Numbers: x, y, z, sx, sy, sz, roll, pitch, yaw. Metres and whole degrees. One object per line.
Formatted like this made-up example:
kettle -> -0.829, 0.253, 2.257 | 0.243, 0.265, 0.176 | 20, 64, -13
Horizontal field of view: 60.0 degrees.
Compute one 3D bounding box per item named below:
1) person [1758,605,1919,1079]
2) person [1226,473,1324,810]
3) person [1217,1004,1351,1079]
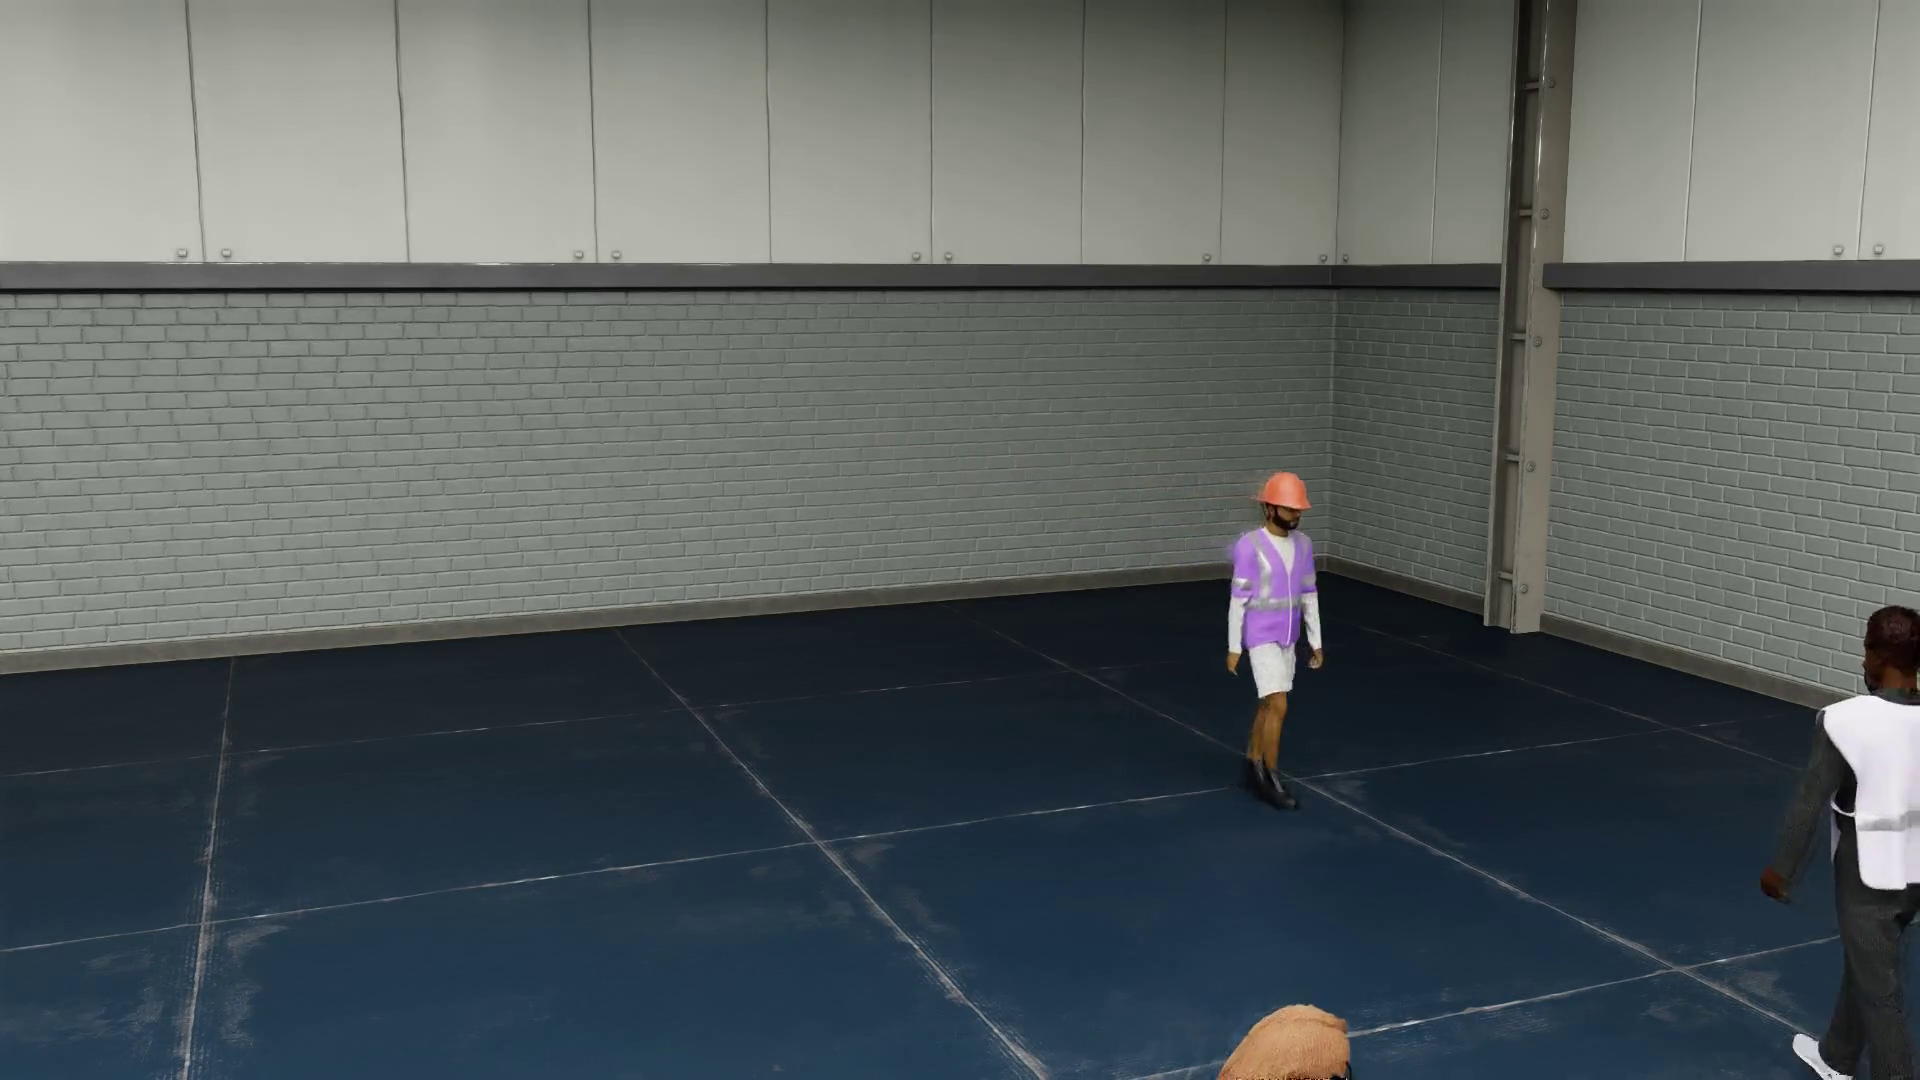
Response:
person -> 3.202, 1.157, 5.948 | 0.598, 1.883, 0.879 | -2, 9, -13
person -> 1.859, 0.577, 9.471 | 0.580, 1.914, 0.682 | -6, 11, -35
person -> 0.625, 1.705, 3.350 | 0.385, 1.615, 0.496 | -2, 9, -11
